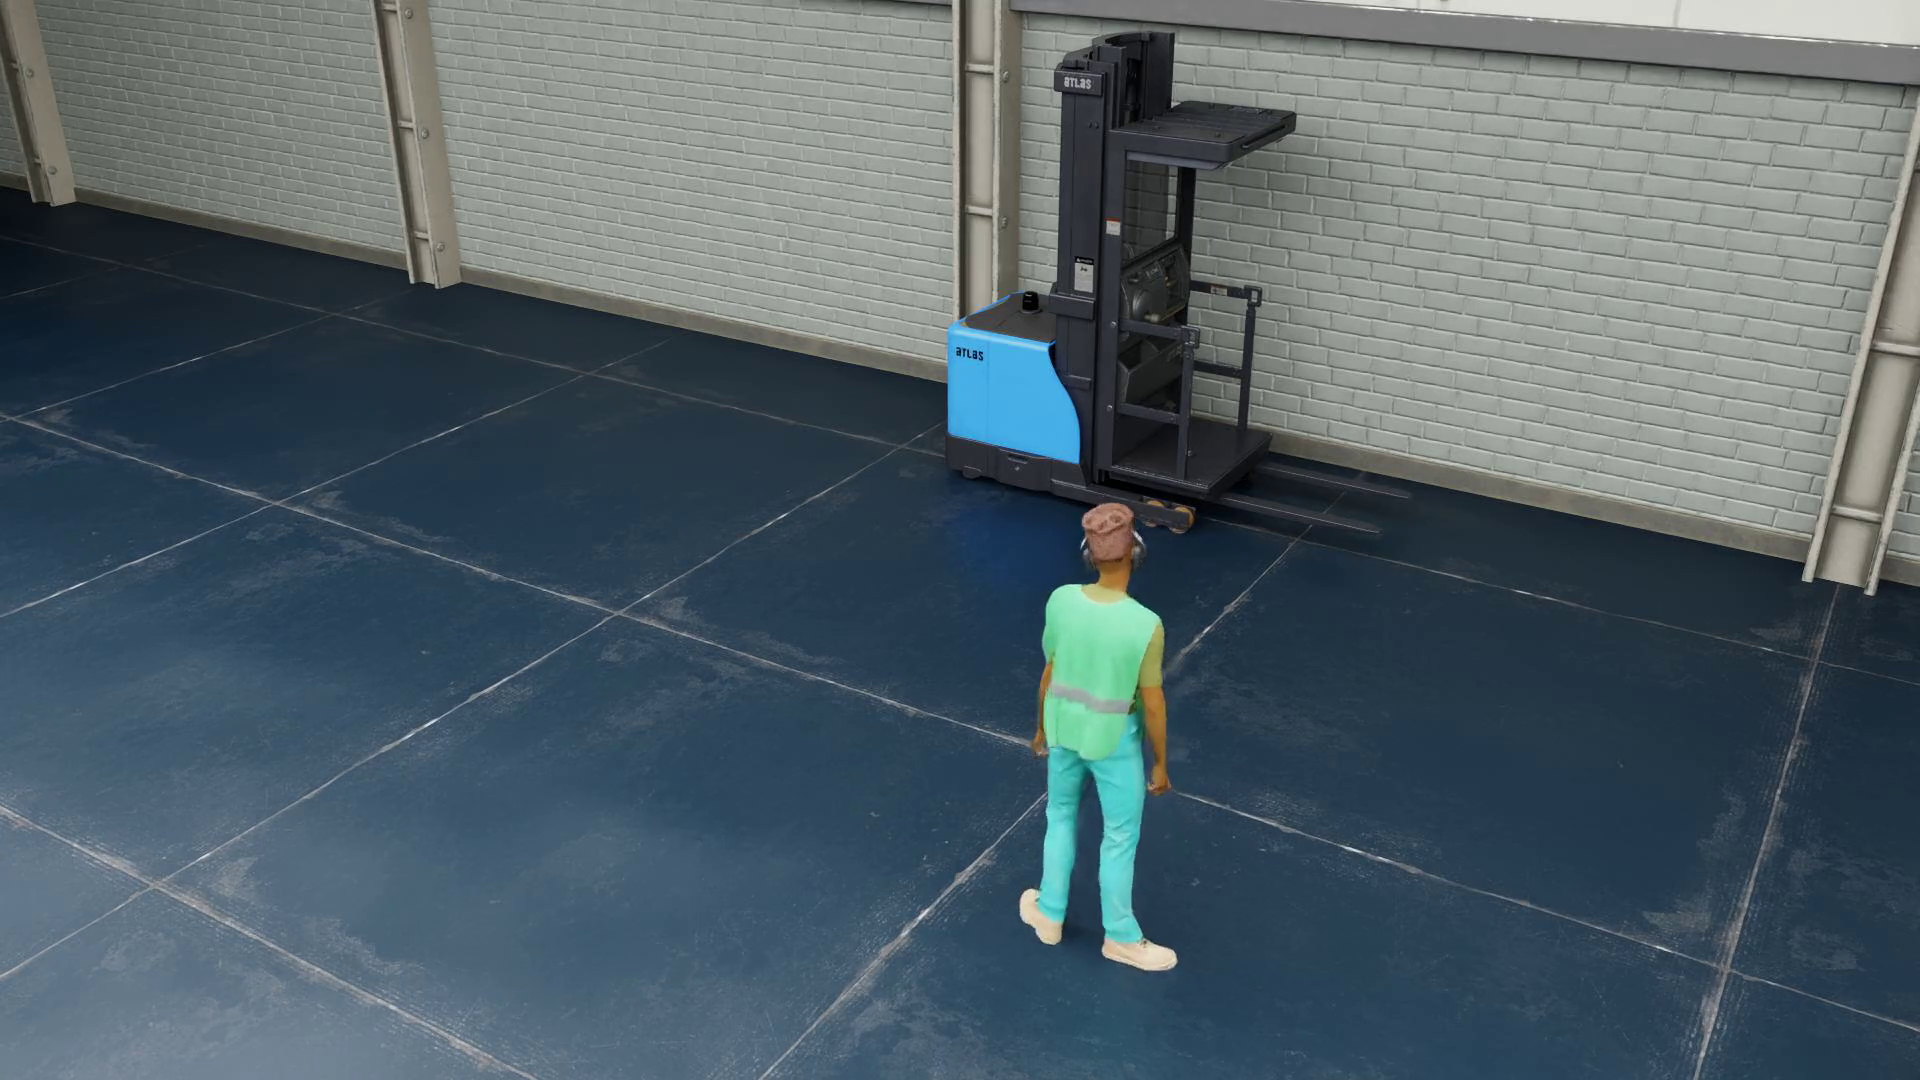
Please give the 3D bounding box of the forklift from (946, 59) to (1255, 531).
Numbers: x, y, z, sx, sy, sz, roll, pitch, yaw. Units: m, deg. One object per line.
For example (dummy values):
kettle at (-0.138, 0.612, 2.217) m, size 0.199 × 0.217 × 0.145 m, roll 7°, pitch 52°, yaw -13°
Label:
forklift at (0.933, -1.707, 10.833) m, size 1.873 × 2.768 × 1.129 m, roll 15°, pitch 29°, yaw 28°

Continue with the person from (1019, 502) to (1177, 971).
person at (0.588, 0.810, 6.584) m, size 0.744 × 1.961 × 0.399 m, roll 16°, pitch 30°, yaw 31°
